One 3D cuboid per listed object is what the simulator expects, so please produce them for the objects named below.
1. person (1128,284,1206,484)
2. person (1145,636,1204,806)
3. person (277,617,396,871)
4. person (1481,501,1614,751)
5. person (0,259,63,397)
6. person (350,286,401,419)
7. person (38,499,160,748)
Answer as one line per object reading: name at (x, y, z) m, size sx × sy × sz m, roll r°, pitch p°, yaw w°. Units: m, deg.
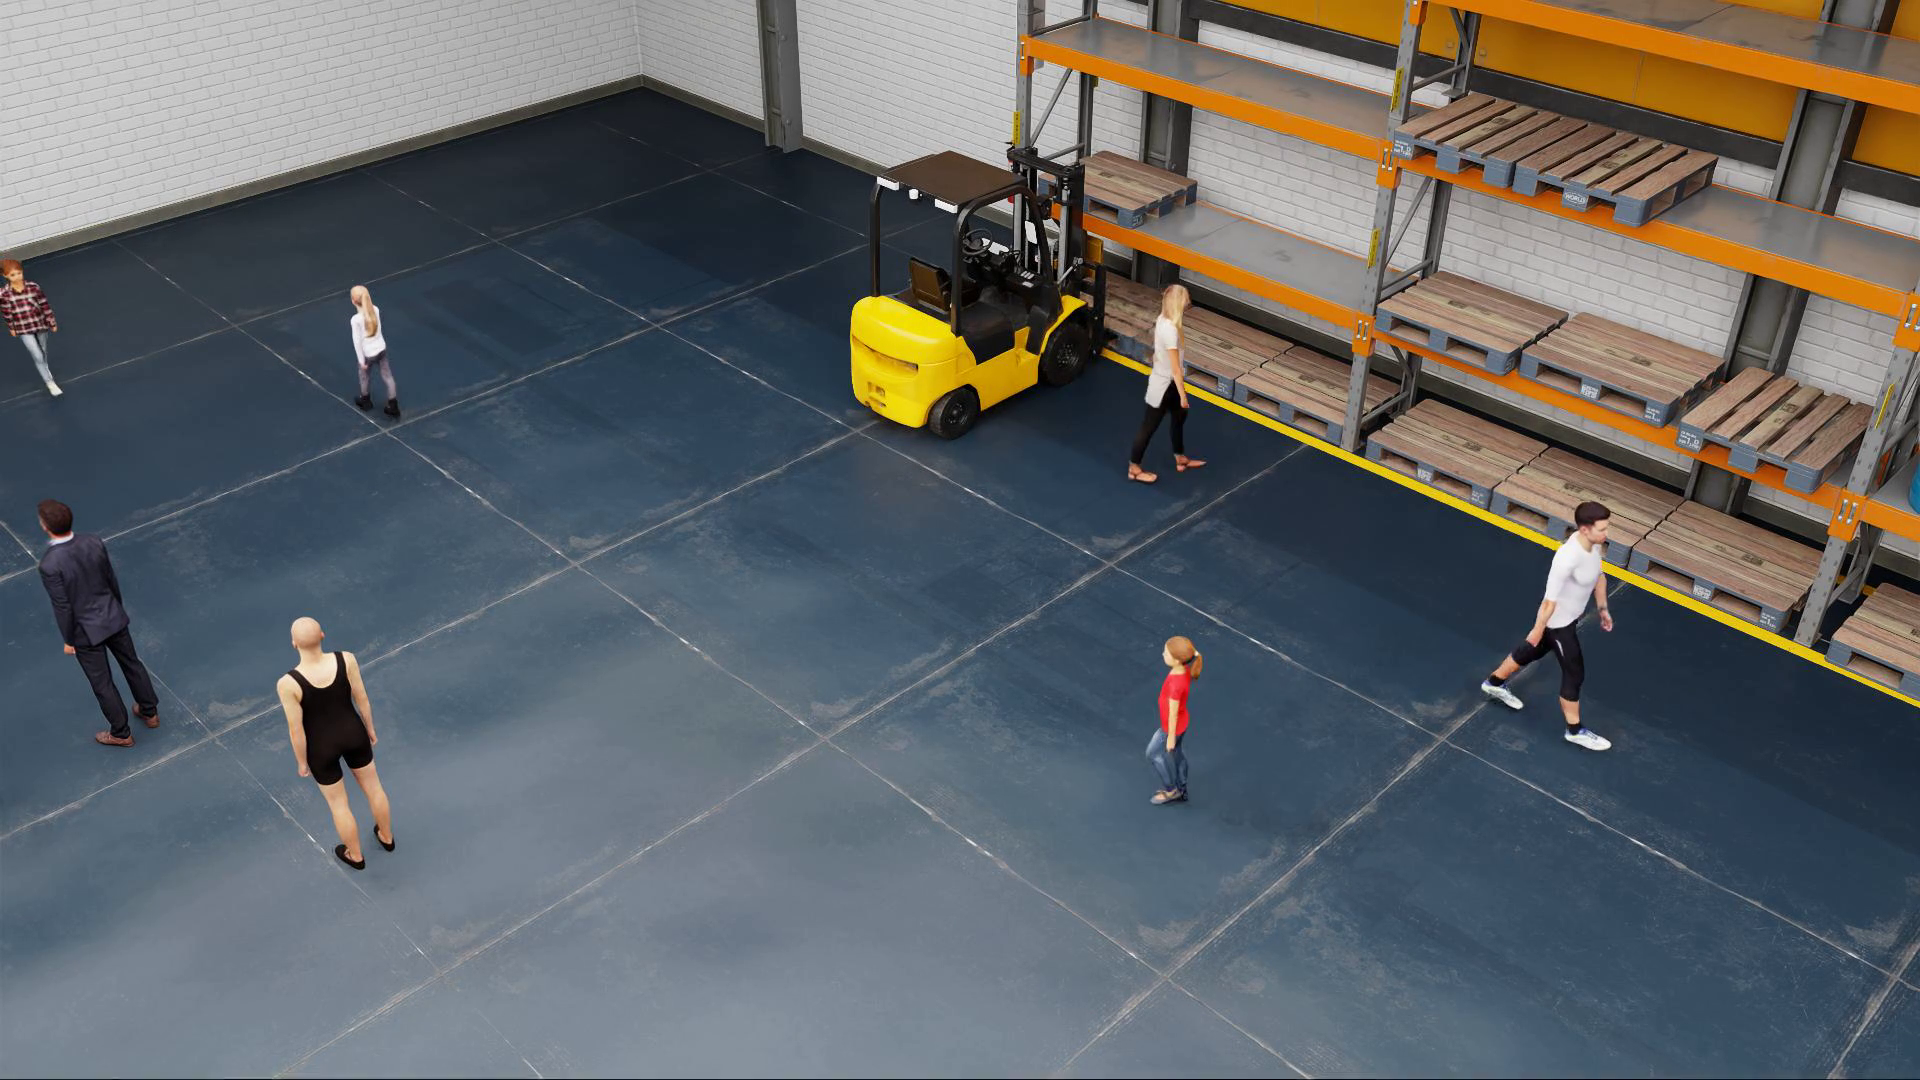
person at (1.587, -1.266, 13.754) m, size 1.015 × 1.802 × 0.965 m, roll -1°, pitch 34°, yaw -2°
person at (1.420, 1.170, 10.540) m, size 0.629 × 1.303 × 0.592 m, roll 9°, pitch 35°, yaw 13°
person at (-3.748, 1.221, 10.000) m, size 0.645 × 1.815 × 0.507 m, roll -28°, pitch 42°, yaw -35°
person at (3.935, 0.484, 11.118) m, size 1.221 × 1.807 × 0.776 m, roll 22°, pitch 40°, yaw 30°
person at (-8.581, -1.998, 15.330) m, size 0.584 × 1.277 × 0.944 m, roll -25°, pitch 41°, yaw -32°
person at (-5.193, -1.657, 14.832) m, size 0.761 × 1.262 × 0.533 m, roll 24°, pitch 41°, yaw 32°
person at (-5.714, 0.545, 10.970) m, size 0.712 × 1.868 × 0.712 m, roll 14°, pitch 36°, yaw 20°
